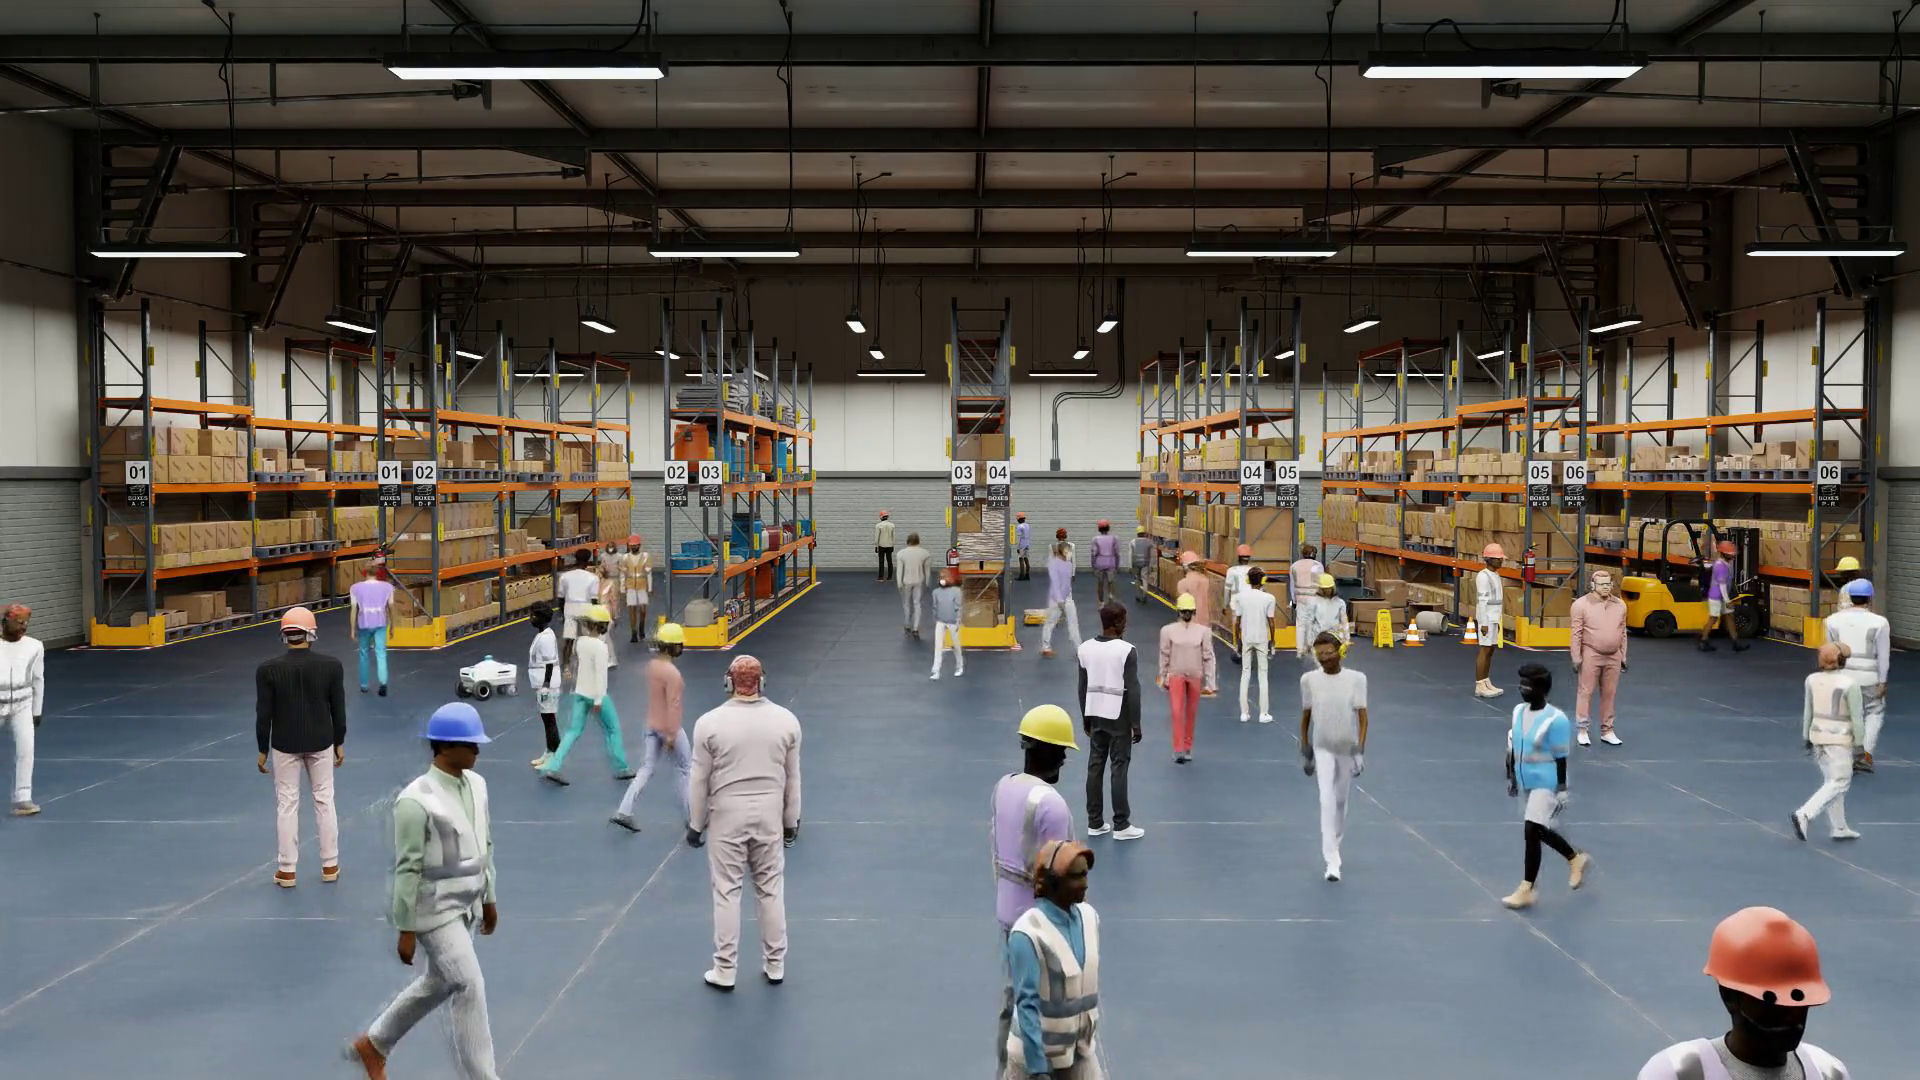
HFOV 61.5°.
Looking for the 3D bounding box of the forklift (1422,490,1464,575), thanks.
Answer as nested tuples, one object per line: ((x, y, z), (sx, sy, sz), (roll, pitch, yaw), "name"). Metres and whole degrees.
((13.926, -0.371, 47.846), (1.873, 2.768, 1.129), (0, 2, 0), "forklift")

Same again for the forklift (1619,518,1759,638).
((13.417, 0.684, 29.791), (2.313, 2.155, 1.214), (0, 2, 0), "forklift")

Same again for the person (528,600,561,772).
((-4.148, 1.450, 16.116), (0.317, 1.697, 0.540), (-1, 2, -19), "person")

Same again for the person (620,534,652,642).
((-5.735, 0.848, 28.544), (0.566, 1.916, 0.441), (0, 2, -4), "person")

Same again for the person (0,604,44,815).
((-8.382, 1.468, 14.132), (0.626, 1.848, 0.806), (-2, 3, -43), "person")

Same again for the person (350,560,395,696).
((-7.903, 1.176, 21.747), (0.580, 1.813, 0.914), (-1, 3, -27), "person")

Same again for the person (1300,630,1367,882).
((2.742, 1.567, 11.885), (0.484, 1.802, 0.995), (0, 2, 11), "person")

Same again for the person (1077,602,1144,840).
((1.219, 1.463, 13.159), (0.588, 1.913, 0.391), (2, 3, 42), "person")

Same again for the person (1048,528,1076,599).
((2.077, 0.692, 32.919), (0.573, 1.883, 0.355), (0, 2, -3), "person")

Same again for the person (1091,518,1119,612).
((3.140, 0.545, 34.894), (0.626, 2.023, 0.585), (0, 2, -3), "person")

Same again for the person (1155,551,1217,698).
((3.068, 1.115, 21.589), (0.611, 1.928, 1.067), (-1, 3, -33), "person")

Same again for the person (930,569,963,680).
((-0.180, 1.209, 23.464), (0.499, 1.594, 0.846), (1, 2, 20), "person")

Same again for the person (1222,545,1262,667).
((4.370, 1.012, 24.963), (0.548, 1.894, 0.973), (0, 2, -11), "person")

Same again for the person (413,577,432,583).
((-11.917, 0.615, 35.665), (0.607, 1.813, 0.464), (0, 2, 6), "person")

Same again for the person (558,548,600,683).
((-5.443, 1.074, 22.975), (0.614, 1.930, 0.894), (0, 2, -1), "person")

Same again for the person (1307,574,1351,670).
((4.620, 1.282, 20.155), (0.510, 1.700, 0.837), (0, 2, -7), "person")

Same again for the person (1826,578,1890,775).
((8.809, 1.345, 15.845), (0.431, 1.932, 0.605), (-2, 3, -43), "person")

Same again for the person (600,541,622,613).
((-7.327, 0.793, 34.087), (0.509, 1.590, 0.866), (0, 2, -5), "person")

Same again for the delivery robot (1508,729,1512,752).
((5.578, 2.002, 15.790), (0.477, 0.478, 0.707), (0, 2, 11), "delivery robot")

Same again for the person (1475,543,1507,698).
((7.103, 1.065, 21.555), (0.393, 2.041, 0.614), (2, 3, 34), "person")

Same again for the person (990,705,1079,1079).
((0.357, 1.696, 7.225), (0.381, 1.918, 0.585), (-1, 3, -26), "person")

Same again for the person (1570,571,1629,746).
((7.009, 1.287, 17.657), (0.651, 1.906, 0.403), (0, 2, -7), "person")

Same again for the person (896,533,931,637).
((-0.855, 0.816, 29.755), (0.648, 1.882, 1.045), (0, 2, -6), "person")

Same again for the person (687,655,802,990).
((-1.256, 1.621, 9.389), (0.652, 1.901, 0.396), (-1, 2, -23), "person")

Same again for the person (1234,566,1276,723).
((3.539, 1.244, 19.358), (0.507, 1.865, 0.331), (1, 2, 24), "person")

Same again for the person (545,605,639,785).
((-3.536, 1.470, 15.435), (0.531, 1.712, 0.943), (2, 3, 44), "person")

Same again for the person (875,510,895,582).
((-2.103, 0.163, 44.990), (0.615, 1.987, 0.407), (-1, 3, -32), "person")

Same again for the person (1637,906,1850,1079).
((1.865, 1.821, 3.798), (0.542, 1.939, 0.364), (0, 2, -11), "person")

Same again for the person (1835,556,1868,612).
((11.311, 1.167, 20.549), (0.620, 1.912, 0.416), (-2, 3, -39), "person")

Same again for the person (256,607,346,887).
((-4.768, 1.482, 11.687), (0.613, 1.991, 0.392), (-1, 3, -28), "person")

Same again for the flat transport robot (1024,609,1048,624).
((1.617, 1.528, 32.393), (0.652, 0.197, 1.431), (0, 2, 3), "flat transport robot")

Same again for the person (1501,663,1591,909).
((4.057, 1.667, 11.130), (0.765, 1.665, 0.531), (-1, 2, -19), "person")

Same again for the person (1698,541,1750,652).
((12.701, 0.943, 26.837), (0.844, 1.865, 0.599), (2, 3, 45), "person")

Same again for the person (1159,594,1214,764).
((2.318, 1.418, 16.424), (0.548, 1.724, 0.852), (0, 2, 0), "person")

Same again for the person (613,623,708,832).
((-2.452, 1.542, 13.364), (0.844, 1.732, 0.529), (-2, 3, -40), "person")

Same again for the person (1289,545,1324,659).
((5.619, 0.992, 25.965), (0.621, 1.838, 0.429), (2, 3, 41), "person")

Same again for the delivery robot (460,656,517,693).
((-6.250, 1.778, 21.416), (0.477, 0.478, 0.707), (2, 3, 41), "delivery robot")

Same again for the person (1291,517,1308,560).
((8.992, 0.323, 42.766), (0.429, 1.840, 0.633), (1, 3, 33), "person")

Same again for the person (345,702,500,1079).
((-2.447, 1.694, 7.514), (0.948, 1.912, 0.607), (1, 2, 13), "person")

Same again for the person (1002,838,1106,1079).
((0.331, 1.903, 6.042), (0.870, 1.594, 0.520), (2, 3, 43), "person")

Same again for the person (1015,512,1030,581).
((1.747, 0.174, 45.443), (0.389, 1.929, 0.545), (2, 3, 37), "person")

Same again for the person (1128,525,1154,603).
((4.191, 0.557, 37.290), (0.599, 1.809, 0.777), (0, 2, 3), "person")

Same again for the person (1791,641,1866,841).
((6.950, 1.616, 12.934), (0.686, 1.618, 0.521), (-1, 2, -14), "person")

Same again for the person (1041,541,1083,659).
((1.695, 0.973, 25.776), (0.995, 1.888, 0.648), (2, 3, 37), "person")

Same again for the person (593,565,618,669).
((-5.442, 1.174, 24.414), (0.529, 1.590, 0.842), (2, 3, 36), "person")
